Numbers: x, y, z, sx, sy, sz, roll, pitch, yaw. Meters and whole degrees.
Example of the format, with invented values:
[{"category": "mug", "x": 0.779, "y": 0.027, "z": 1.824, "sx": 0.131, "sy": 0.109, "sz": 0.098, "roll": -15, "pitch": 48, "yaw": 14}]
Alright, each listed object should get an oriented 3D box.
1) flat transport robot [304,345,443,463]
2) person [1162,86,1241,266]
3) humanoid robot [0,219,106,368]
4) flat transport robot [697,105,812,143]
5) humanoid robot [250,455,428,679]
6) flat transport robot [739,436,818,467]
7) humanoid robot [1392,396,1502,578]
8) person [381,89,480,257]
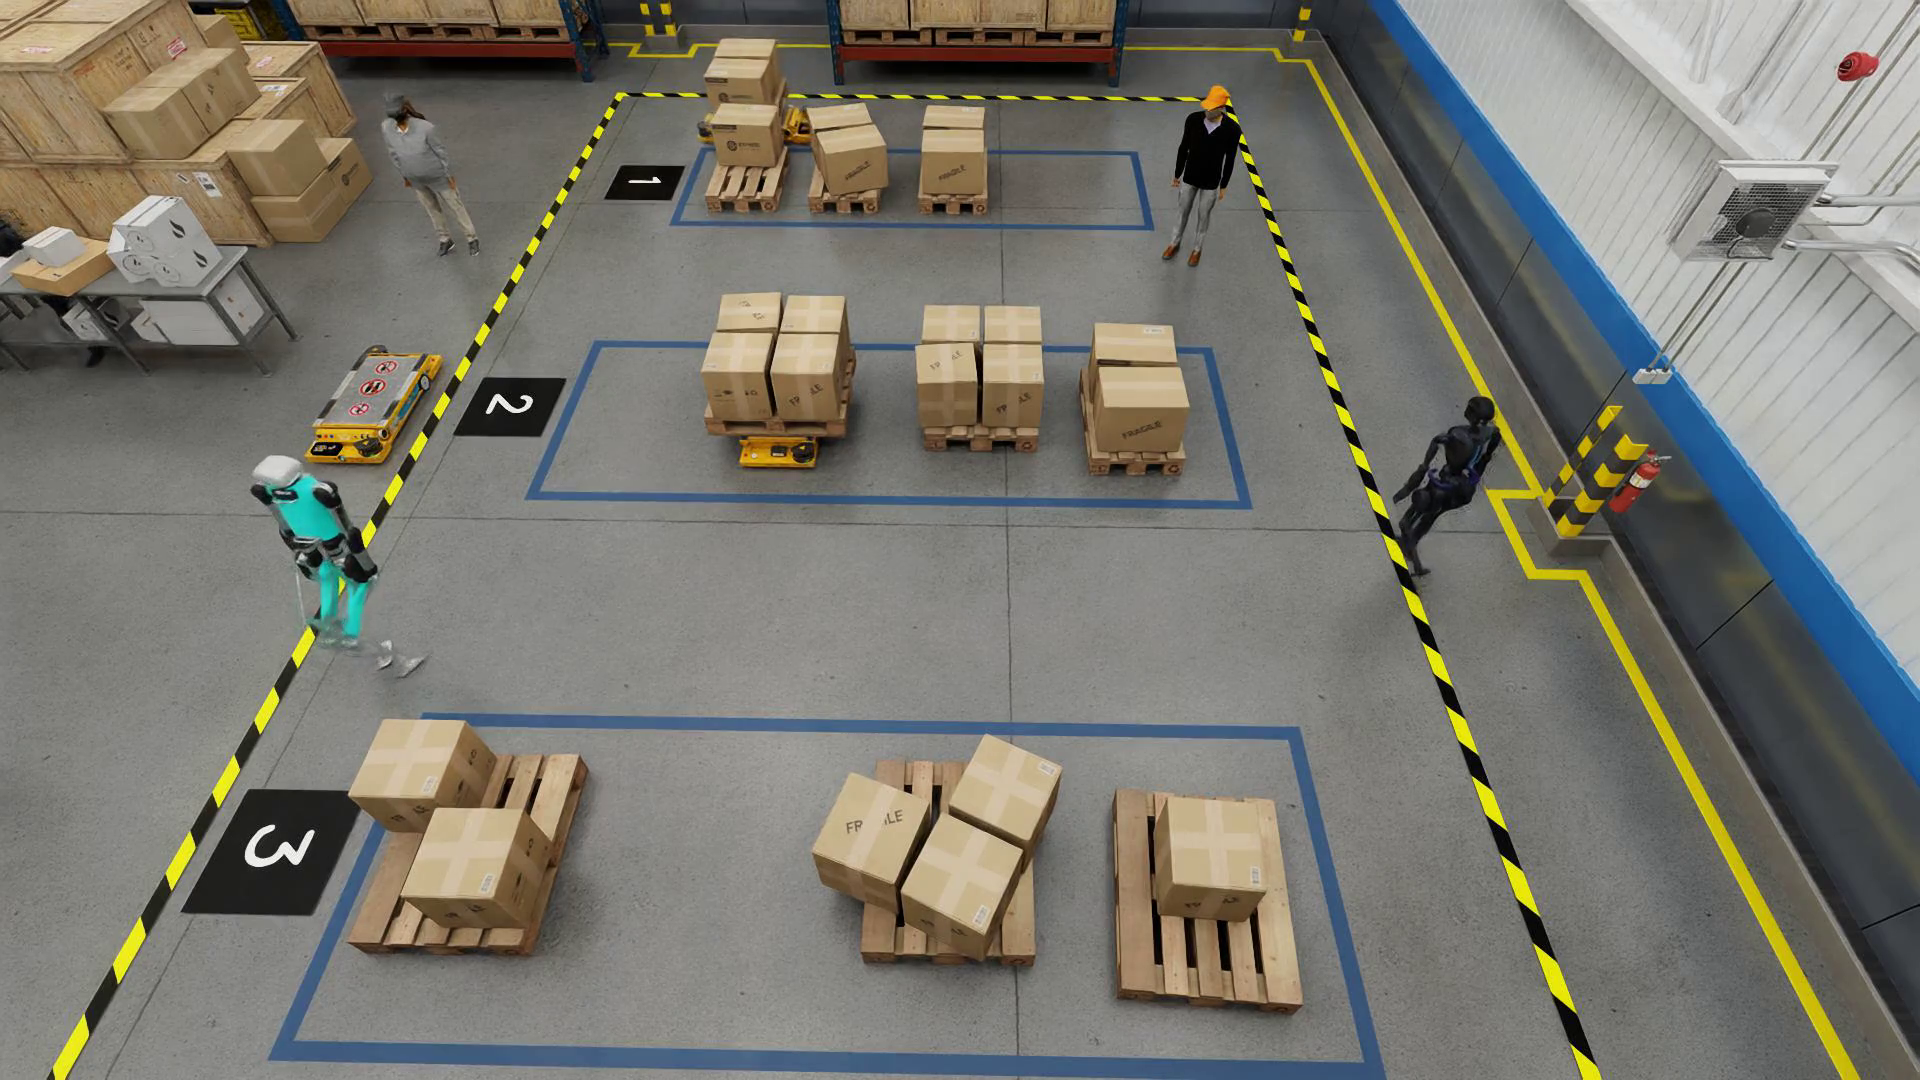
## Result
[{"category": "flat transport robot", "x": -5.383, "y": -1.269, "z": 8.441, "sx": 0.659, "sy": 0.231, "sz": 1.431, "roll": 1, "pitch": 50, "yaw": 1}, {"category": "person", "x": 2.488, "y": -3.731, "z": 9.467, "sx": 0.589, "sy": 1.880, "sz": 0.381, "roll": 23, "pitch": 54, "yaw": 18}, {"category": "humanoid robot", "x": -8.572, "y": -2.398, "z": 8.476, "sx": 0.596, "sy": 1.642, "sz": 0.538, "roll": 6, "pitch": 50, "yaw": 5}, {"category": "flat transport robot", "x": -2.655, "y": -5.436, "z": 11.948, "sx": 1.431, "sy": 0.197, "sz": 0.652, "roll": 1, "pitch": 50, "yaw": 1}, {"category": "humanoid robot", "x": -4.236, "y": 0.324, "z": 6.149, "sx": 0.580, "sy": 1.787, "sz": 0.814, "roll": 4, "pitch": 50, "yaw": 3}, {"category": "flat transport robot", "x": -1.582, "y": -1.235, "z": 8.394, "sx": 0.652, "sy": 0.197, "sz": 1.431, "roll": 1, "pitch": 50, "yaw": 1}, {"category": "humanoid robot", "x": 3.587, "y": -0.341, "z": 6.732, "sx": 0.597, "sy": 1.637, "sz": 0.494, "roll": -7, "pitch": 50, "yaw": -6}, {"category": "person", "x": -5.578, "y": -3.834, "z": 9.627, "sx": 0.562, "sy": 1.769, "sz": 0.396, "roll": -1, "pitch": 50, "yaw": -1}]
